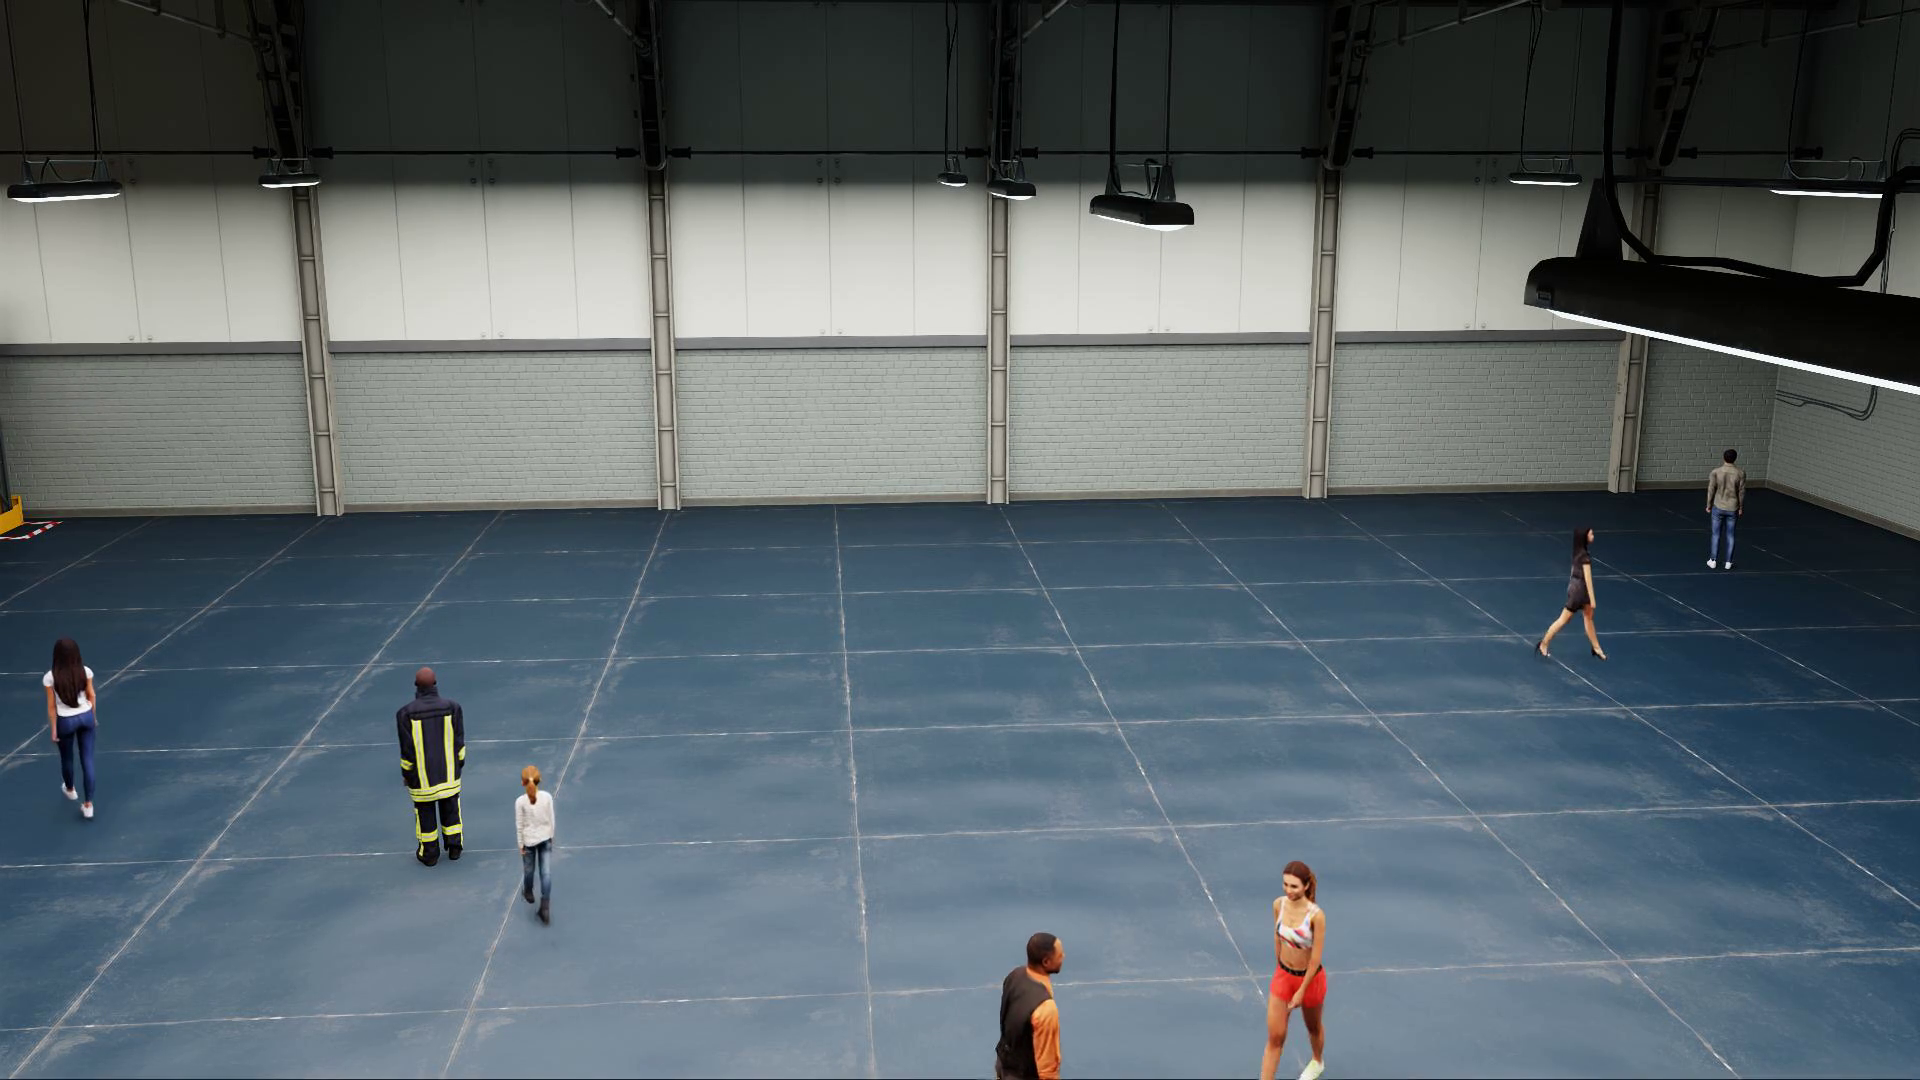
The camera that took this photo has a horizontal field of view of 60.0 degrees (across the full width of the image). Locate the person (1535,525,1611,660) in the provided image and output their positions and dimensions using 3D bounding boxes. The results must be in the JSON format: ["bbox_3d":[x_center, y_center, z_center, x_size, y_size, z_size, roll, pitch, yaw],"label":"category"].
[{"bbox_3d":[7.643,0.708,20.832,1.193,1.742,0.798,2,13,8],"label":"person"}]

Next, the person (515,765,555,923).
[{"bbox_3d":[-3.512,2.549,13.875,0.826,1.295,0.701,-5,14,-22],"label":"person"}]

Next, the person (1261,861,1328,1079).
[{"bbox_3d":[2.326,2.950,11.165,1.137,1.737,1.164,10,17,38],"label":"person"}]

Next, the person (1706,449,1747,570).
[{"bbox_3d":[11.833,-0.485,25.716,0.696,1.864,0.845,5,14,19],"label":"person"}]

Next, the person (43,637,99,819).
[{"bbox_3d":[-8.483,1.831,15.996,1.059,1.736,1.023,-10,17,-38],"label":"person"}]

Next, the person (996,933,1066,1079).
[{"bbox_3d":[0.305,3.190,9.787,0.748,1.889,0.789,-5,14,-21],"label":"person"}]

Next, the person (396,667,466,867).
[{"bbox_3d":[-4.761,2.016,15.012,0.775,1.821,0.905,-8,15,-30],"label":"person"}]
